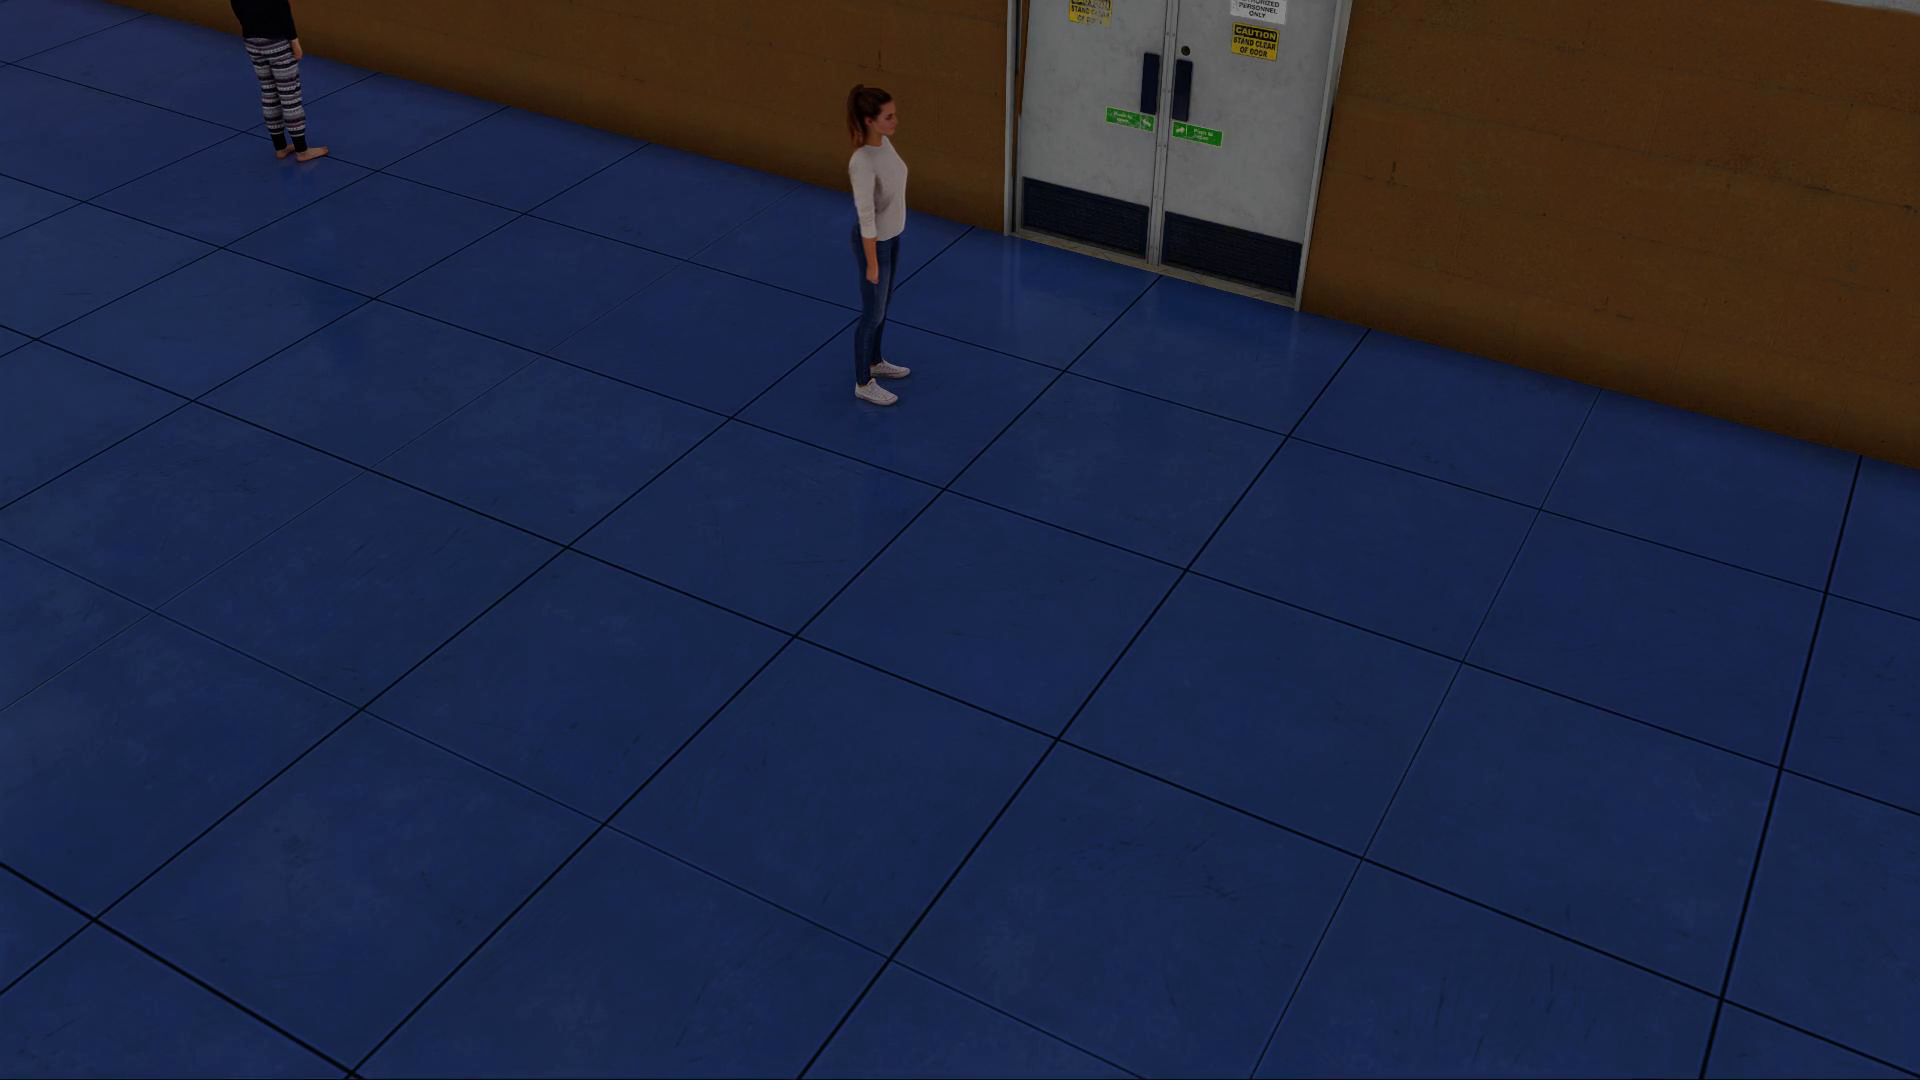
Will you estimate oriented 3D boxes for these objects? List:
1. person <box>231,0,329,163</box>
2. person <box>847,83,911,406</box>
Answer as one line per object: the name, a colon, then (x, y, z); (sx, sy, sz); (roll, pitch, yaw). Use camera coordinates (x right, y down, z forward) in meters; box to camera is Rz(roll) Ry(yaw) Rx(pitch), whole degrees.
person: (-4.660, -3.402, 11.180); (0.619, 1.734, 0.528); (16, 40, 20)
person: (-0.441, -1.548, 8.723); (0.729, 1.719, 0.558); (8, 38, 10)
